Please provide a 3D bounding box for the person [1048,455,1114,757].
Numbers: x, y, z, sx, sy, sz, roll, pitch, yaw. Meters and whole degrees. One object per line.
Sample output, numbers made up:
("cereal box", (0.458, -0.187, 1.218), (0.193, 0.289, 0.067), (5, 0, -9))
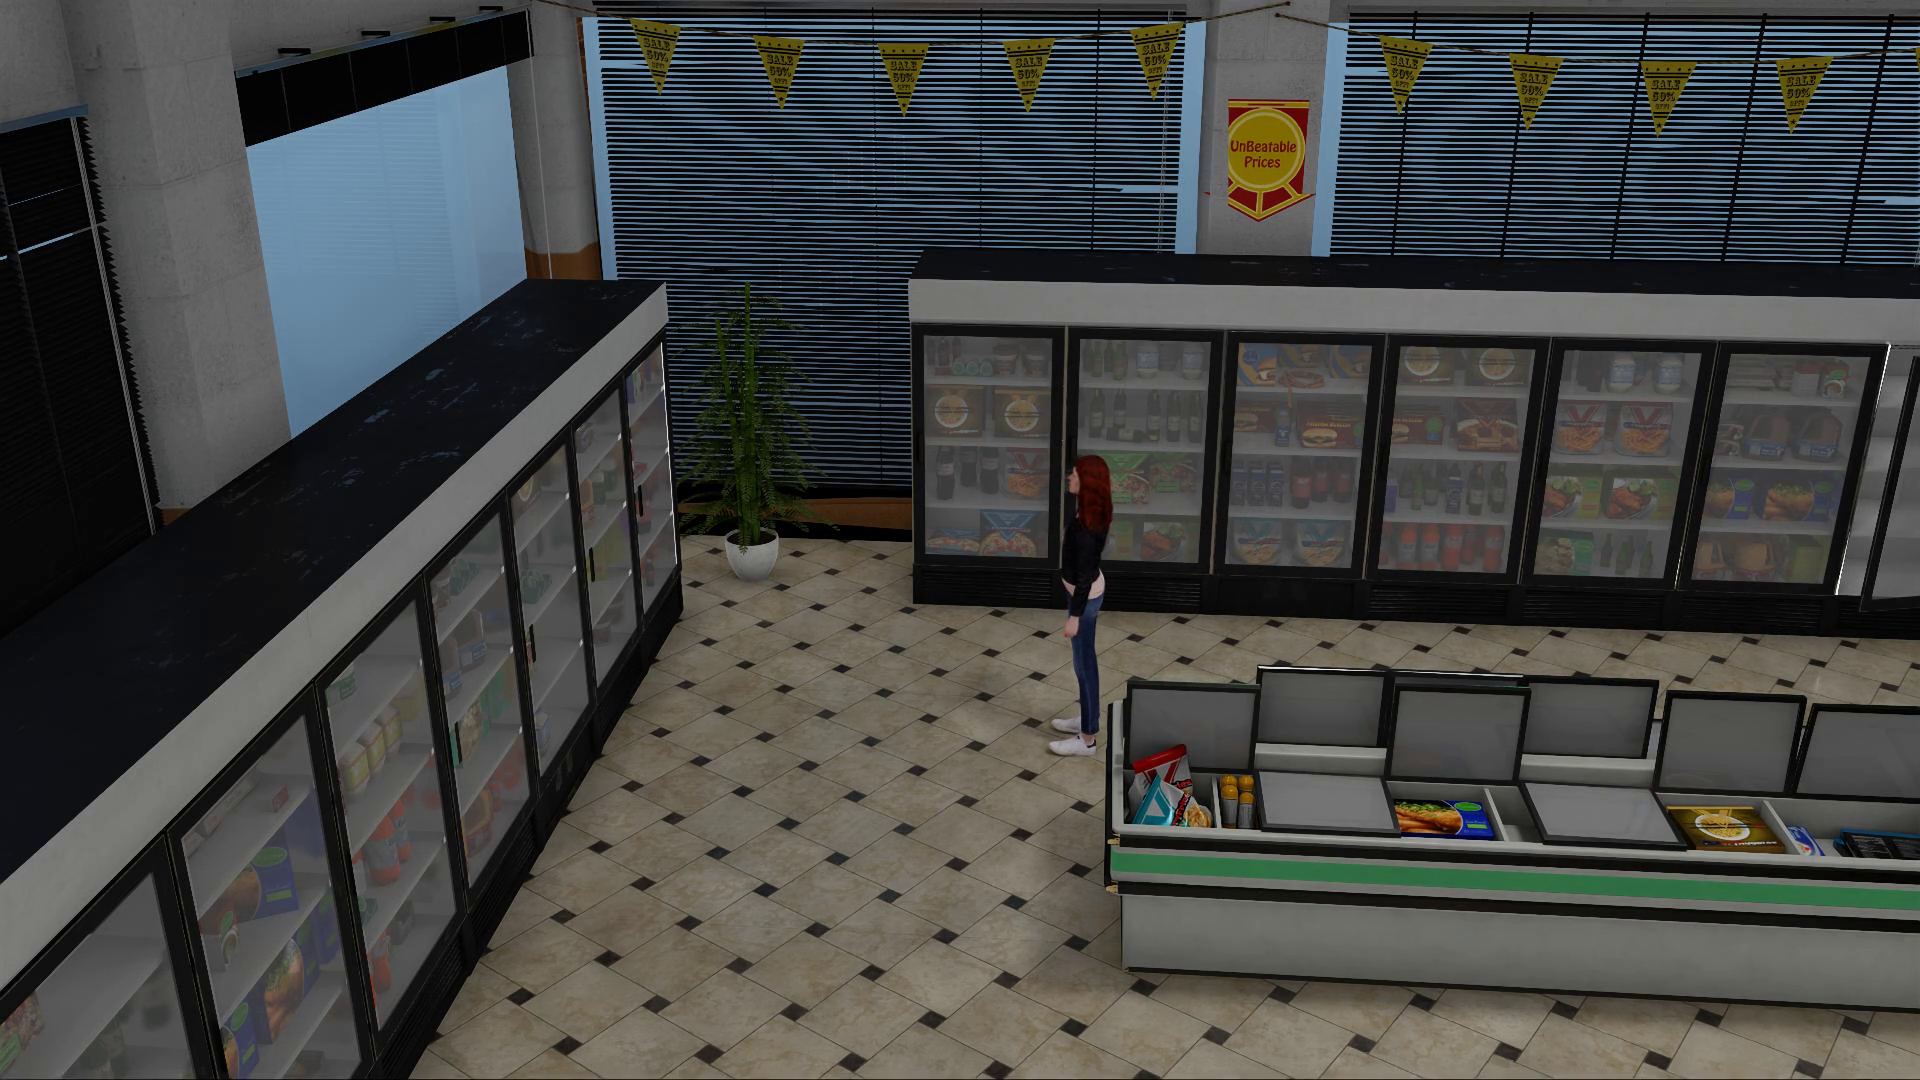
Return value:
("person", (0.697, 0.364, 9.381), (0.549, 1.786, 0.572), (3, 22, 8))
